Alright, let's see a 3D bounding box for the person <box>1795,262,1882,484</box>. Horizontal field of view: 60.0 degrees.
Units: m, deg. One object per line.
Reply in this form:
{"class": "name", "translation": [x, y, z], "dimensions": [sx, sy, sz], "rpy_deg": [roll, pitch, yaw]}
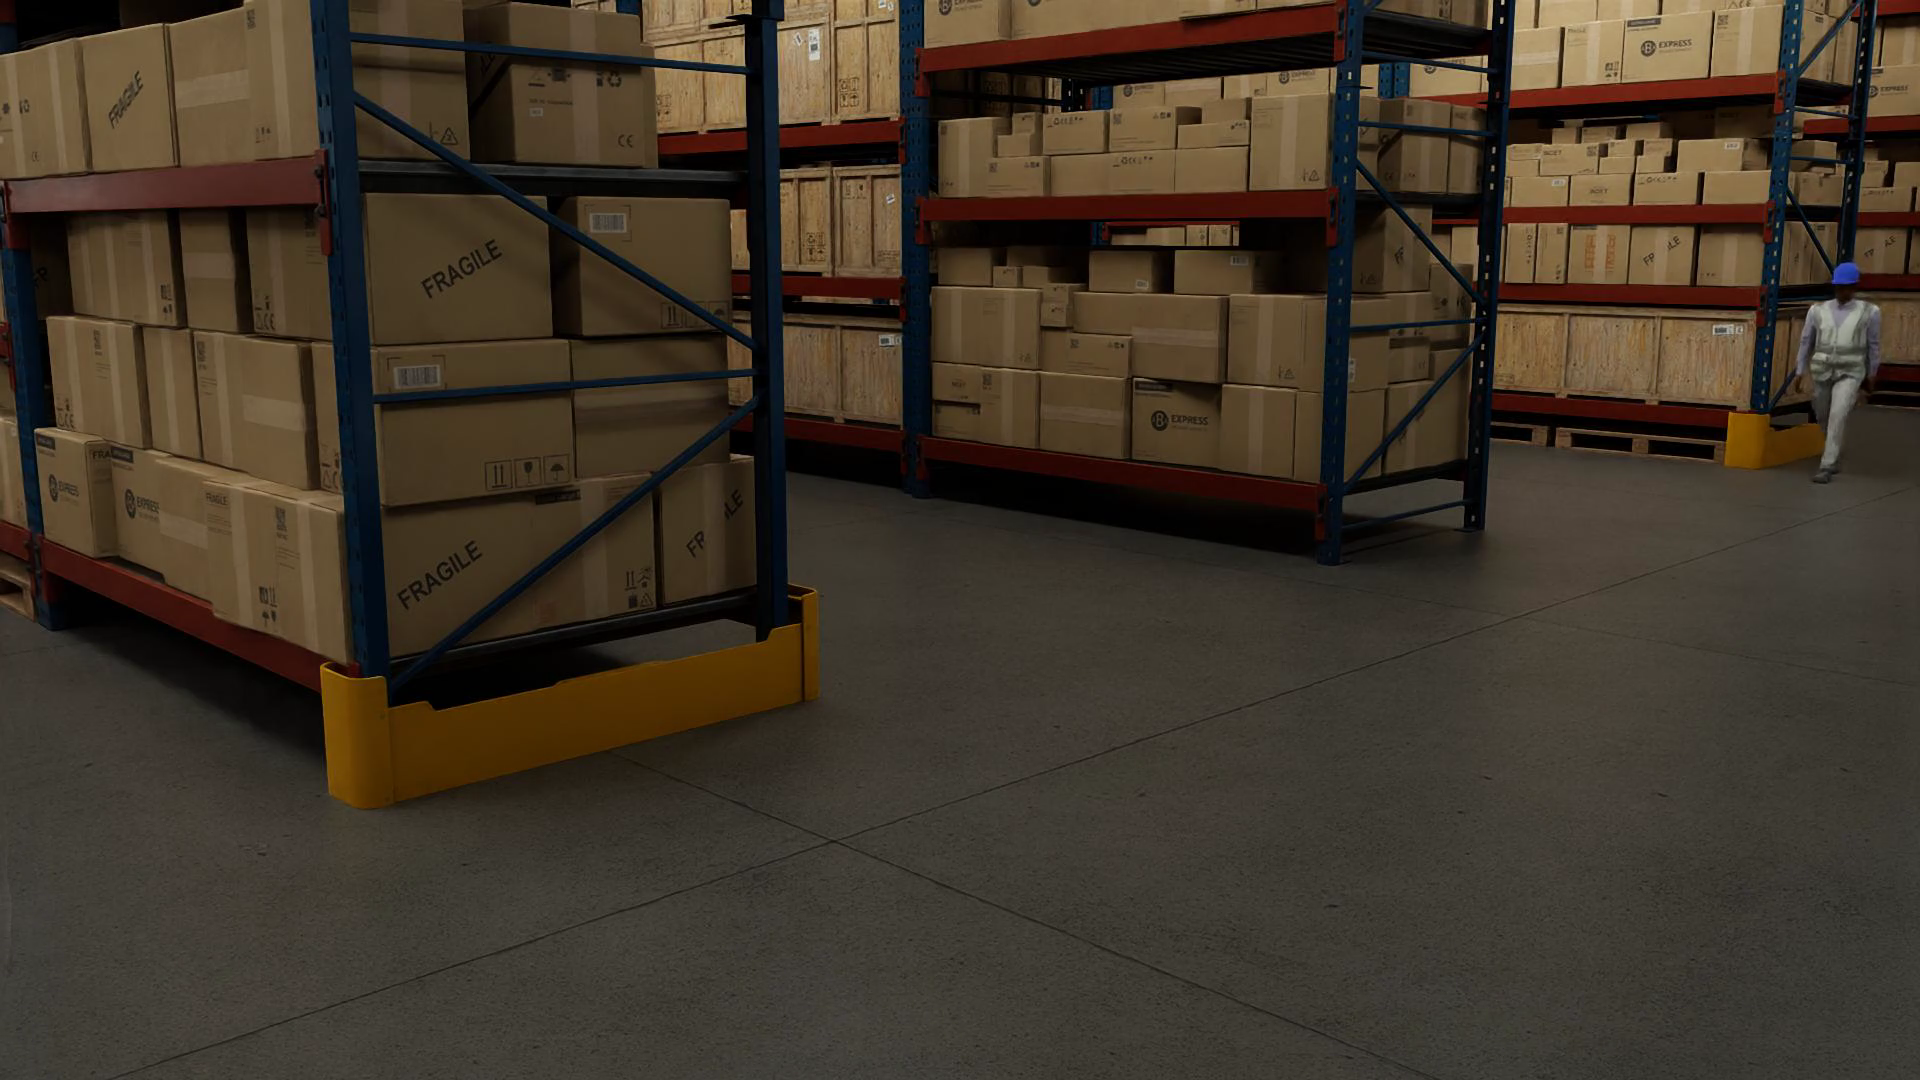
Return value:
{"class": "person", "translation": [7.690, -1.477, 14.561], "dimensions": [0.616, 1.916, 0.949], "rpy_deg": [9, 14, 42]}

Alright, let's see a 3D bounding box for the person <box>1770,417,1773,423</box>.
{"class": "person", "translation": [8.507, -2.117, 18.407], "dimensions": [0.595, 1.783, 0.943], "rpy_deg": [-9, 14, -40]}
